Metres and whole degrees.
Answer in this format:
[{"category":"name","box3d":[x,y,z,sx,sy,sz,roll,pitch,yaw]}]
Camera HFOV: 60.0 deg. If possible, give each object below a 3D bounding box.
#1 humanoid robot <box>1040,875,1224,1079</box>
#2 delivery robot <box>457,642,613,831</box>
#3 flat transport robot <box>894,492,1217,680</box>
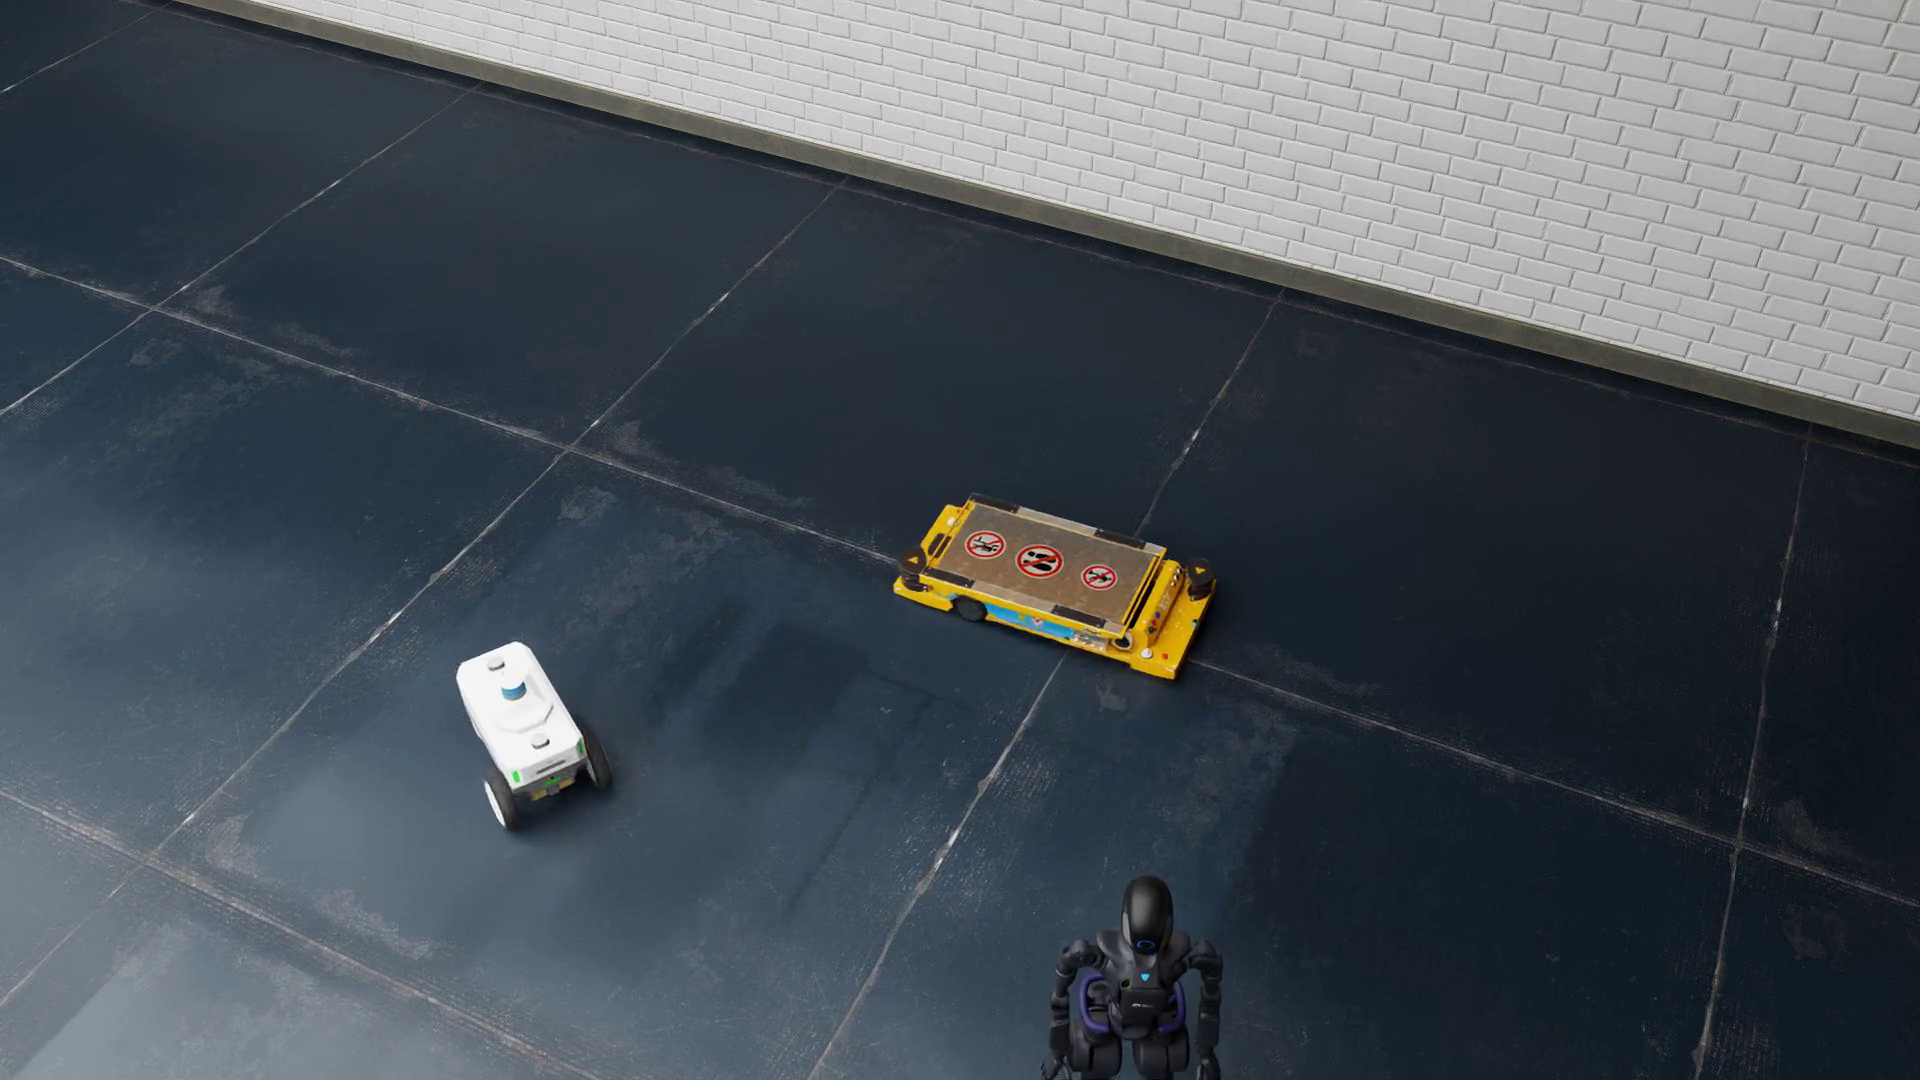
[{"category":"humanoid robot","box3d":[0.569,1.639,5.443,0.602,1.651,0.323,0,43,0]},{"category":"delivery robot","box3d":[-1.883,0.800,7.173,0.499,0.583,0.767,-23,48,-23]},{"category":"flat transport robot","box3d":[0.461,0.197,8.042,1.431,0.231,0.659,16,45,17]}]
